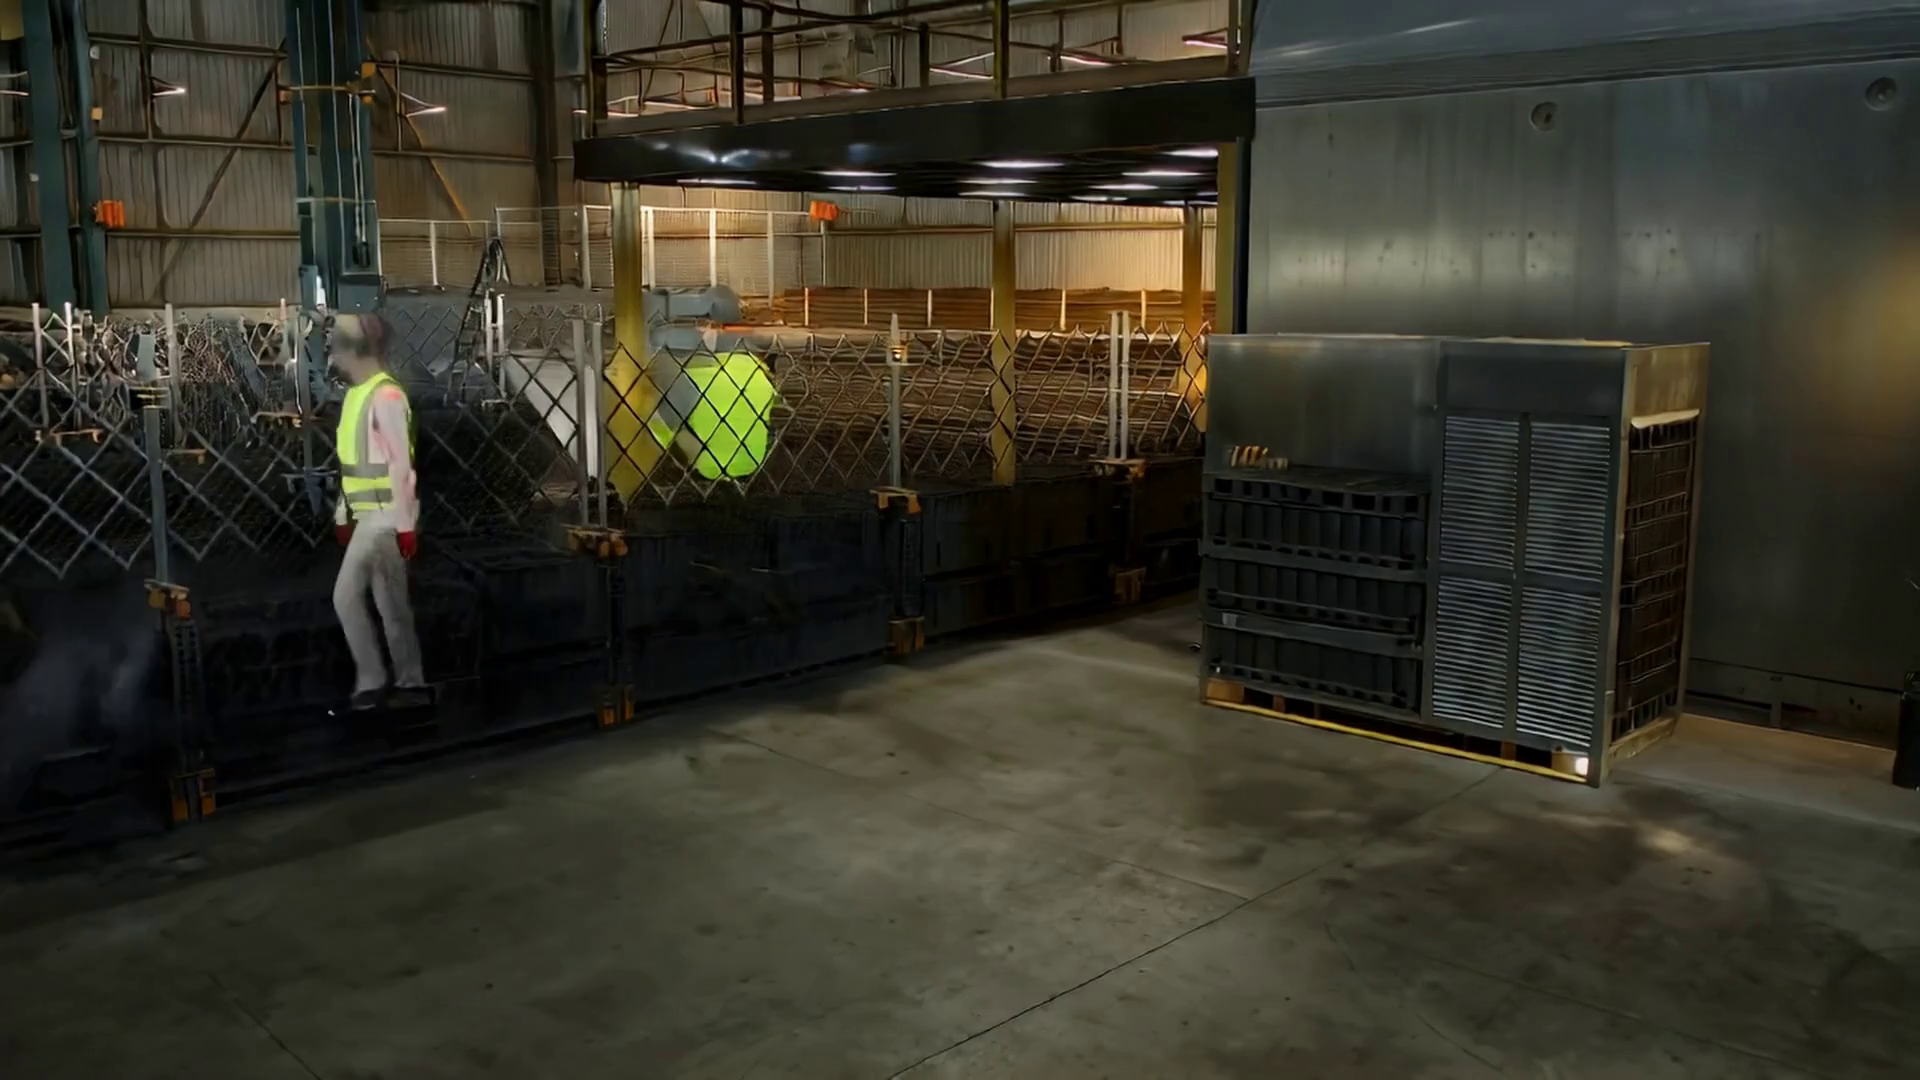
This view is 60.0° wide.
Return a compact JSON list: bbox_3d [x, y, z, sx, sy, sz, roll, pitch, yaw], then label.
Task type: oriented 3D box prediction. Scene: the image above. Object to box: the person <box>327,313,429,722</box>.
[{"bbox_3d":[-2.761,-0.095,7.623,0.634,1.863,0.616,-6,11,-33],"label":"person"}]
